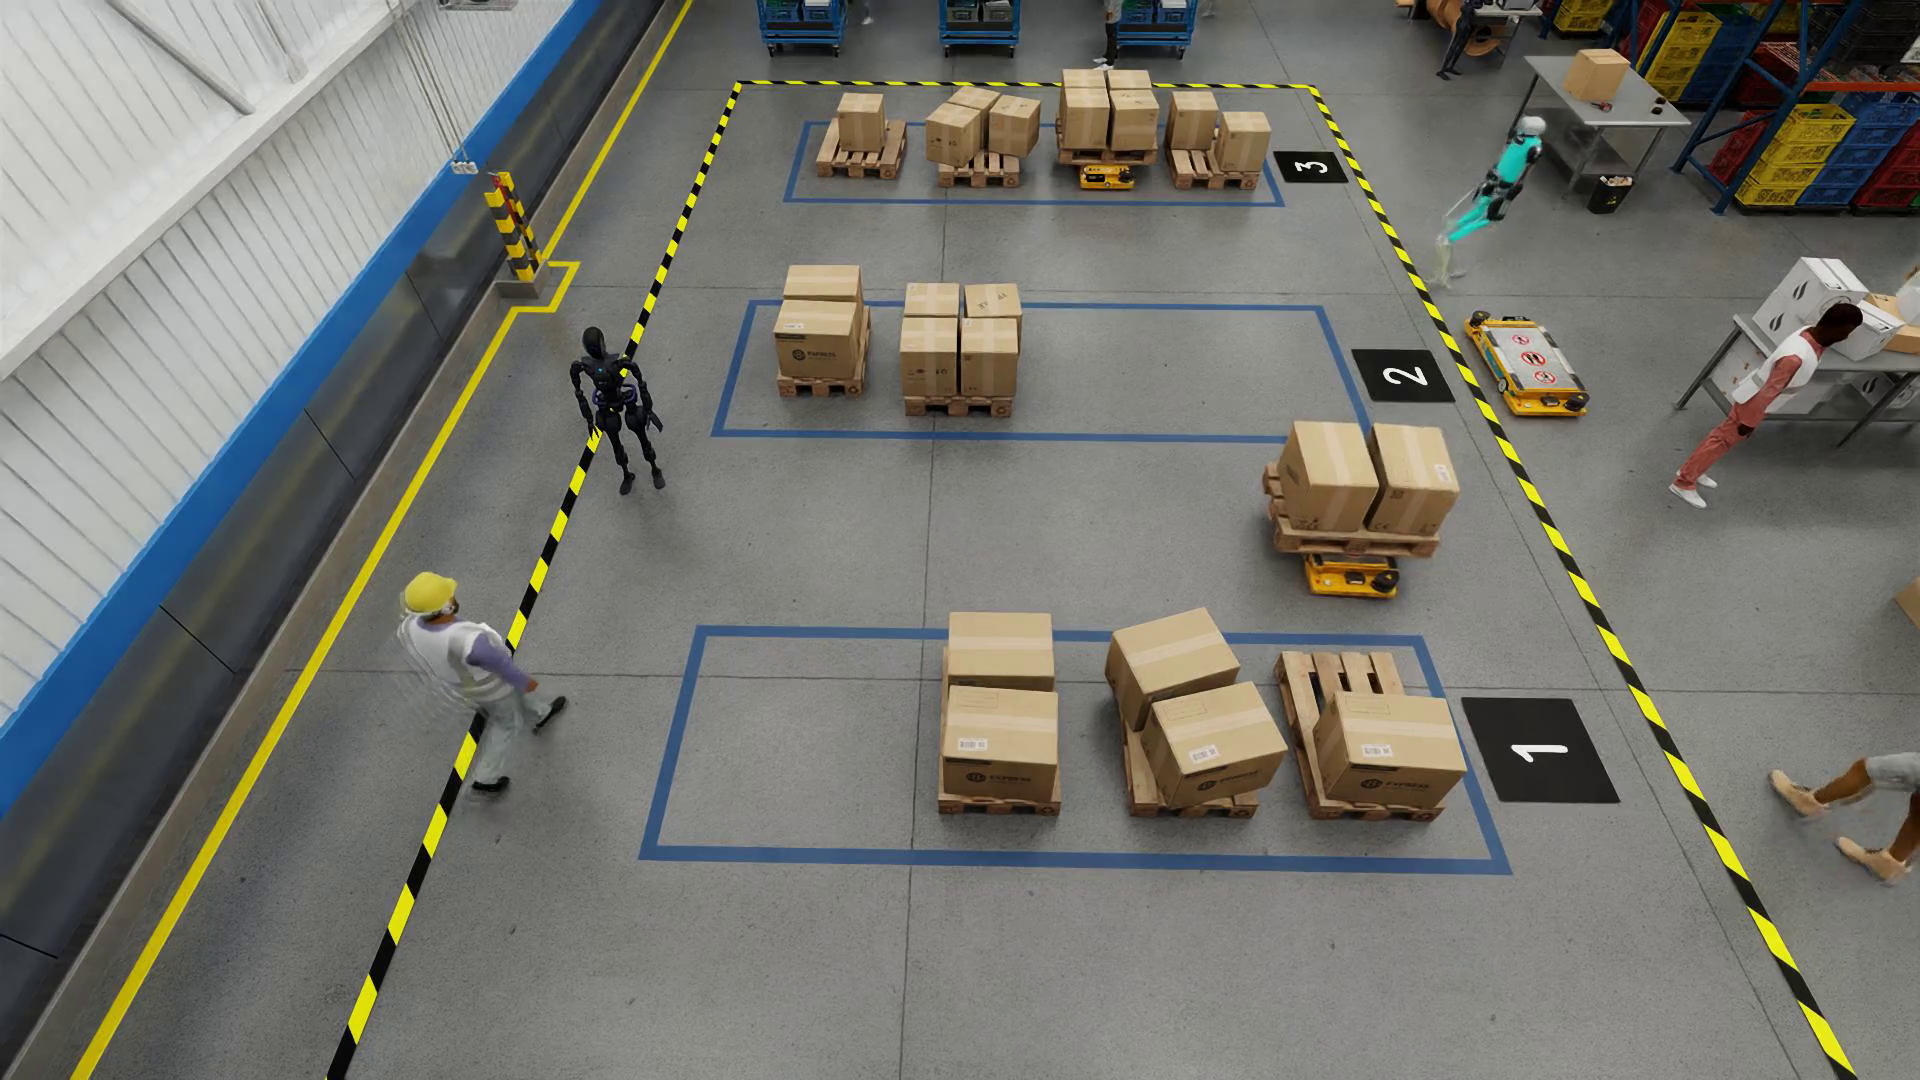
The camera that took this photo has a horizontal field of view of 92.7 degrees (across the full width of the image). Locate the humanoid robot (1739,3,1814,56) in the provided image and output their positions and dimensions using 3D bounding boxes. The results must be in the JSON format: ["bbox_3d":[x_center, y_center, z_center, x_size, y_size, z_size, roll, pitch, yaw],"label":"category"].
[{"bbox_3d":[11.740,-7.578,13.141,0.758,1.813,0.538,0,49,0],"label":"humanoid robot"}]

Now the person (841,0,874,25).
[{"bbox_3d":[-1.706,-8.956,14.328,0.502,1.710,0.705,27,54,21],"label":"person"}]

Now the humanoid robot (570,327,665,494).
[{"bbox_3d":[-2.773,-1.041,7.491,0.599,1.659,0.315,-8,50,-7],"label":"humanoid robot"}]

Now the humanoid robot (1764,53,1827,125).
[{"bbox_3d":[10.412,-5.612,11.456,0.344,1.651,0.611,20,52,17],"label":"humanoid robot"}]

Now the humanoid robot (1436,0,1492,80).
[{"bbox_3d":[7.336,-7.495,13.079,0.599,1.657,0.315,-27,54,-21],"label":"humanoid robot"}]

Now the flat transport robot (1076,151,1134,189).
[{"bbox_3d":[1.845,-4.982,11.827,0.652,0.197,1.431,1,49,1],"label":"flat transport robot"}]

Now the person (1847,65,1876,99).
[{"bbox_3d":[12.897,-7.172,12.700,0.523,1.841,0.710,-20,52,-17],"label":"person"}]

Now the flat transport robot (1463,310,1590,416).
[{"bbox_3d":[5.573,-1.757,9.054,0.659,0.231,1.431,1,49,1],"label":"flat transport robot"}]

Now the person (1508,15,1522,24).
[{"bbox_3d":[9.012,-9.133,14.385,0.506,1.864,0.329,-4,49,-3],"label":"person"}]

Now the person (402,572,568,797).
[{"bbox_3d":[-3.045,0.905,5.741,0.592,1.798,0.832,22,53,18],"label":"person"}]

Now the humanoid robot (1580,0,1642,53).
[{"bbox_3d":[9.985,-8.179,13.689,0.604,1.641,0.600,2,49,2],"label":"humanoid robot"}]

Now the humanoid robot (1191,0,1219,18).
[{"bbox_3d":[4.058,-9.204,14.544,0.848,1.800,0.546,-7,49,-6],"label":"humanoid robot"}]

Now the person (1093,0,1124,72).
[{"bbox_3d":[2.162,-7.757,13.204,0.398,1.848,0.587,5,49,5],"label":"person"}]

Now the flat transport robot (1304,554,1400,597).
[{"bbox_3d":[3.147,-0.152,7.646,0.652,0.197,1.431,2,49,2],"label":"flat transport robot"}]

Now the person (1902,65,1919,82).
[{"bbox_3d":[14.148,-7.513,12.889,0.601,2.005,0.853,-8,50,-7],"label":"person"}]

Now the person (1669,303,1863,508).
[{"bbox_3d":[6.440,-1.099,7.398,0.392,1.913,0.587,37,58,27],"label":"person"}]

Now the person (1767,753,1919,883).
[{"bbox_3d":[5.745,1.226,5.338,0.610,1.979,0.921,-13,50,-11],"label":"person"}]

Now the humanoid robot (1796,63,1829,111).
[{"bbox_3d":[11.021,-6.012,11.802,0.340,1.654,0.590,26,54,21],"label":"humanoid robot"}]

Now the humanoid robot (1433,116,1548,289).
[{"bbox_3d":[5.383,-3.513,9.617,0.798,1.772,0.548,-3,49,-3],"label":"humanoid robot"}]

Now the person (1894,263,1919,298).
[{"bbox_3d":[9.205,-2.427,8.606,0.542,1.820,0.573,10,50,8],"label":"person"}]
